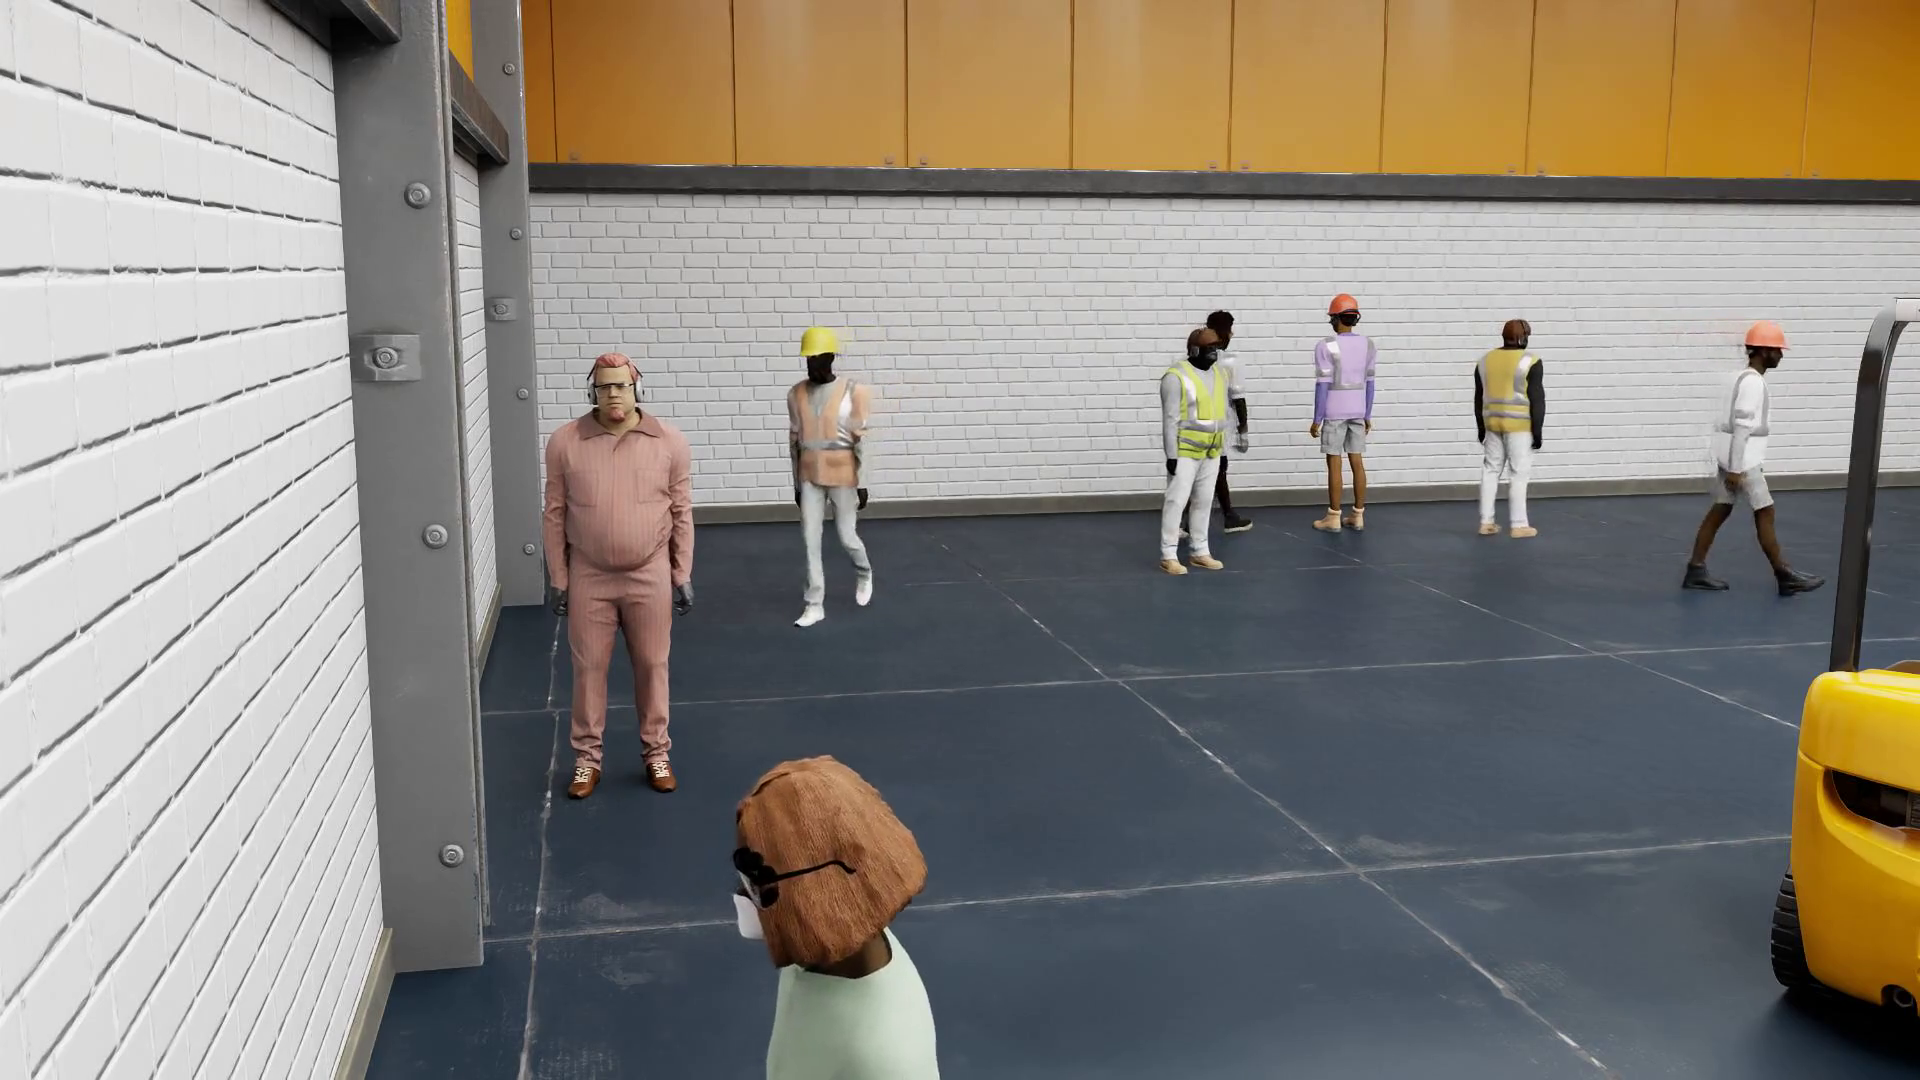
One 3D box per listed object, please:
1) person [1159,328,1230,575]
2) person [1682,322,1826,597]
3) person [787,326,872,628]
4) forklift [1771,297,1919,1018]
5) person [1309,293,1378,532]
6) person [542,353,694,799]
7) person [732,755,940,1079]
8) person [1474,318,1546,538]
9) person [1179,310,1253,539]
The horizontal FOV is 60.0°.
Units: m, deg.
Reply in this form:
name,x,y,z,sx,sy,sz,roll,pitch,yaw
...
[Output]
name,x,y,z,sx,sy,sz,roll,pitch,yaw
person,1.751,-0.655,12.341,0.642,1.831,0.431,-7,11,-35
person,5.530,-0.549,11.495,0.963,1.887,0.551,3,10,15
person,-0.816,-0.425,10.682,0.595,1.904,0.738,3,10,20
forklift,3.542,0.334,5.177,2.313,2.155,1.214,-9,13,-43
person,3.269,-1.086,14.286,0.609,2.044,0.396,-4,10,-23
person,-1.458,0.154,7.146,0.638,1.910,0.407,-2,10,-12
person,-0.143,1.087,2.339,0.319,1.623,0.504,-3,10,-16
person,4.646,-0.942,14.026,0.429,1.842,0.632,-7,12,-38
person,2.131,-0.967,13.946,1.018,1.920,0.610,-7,12,-38
